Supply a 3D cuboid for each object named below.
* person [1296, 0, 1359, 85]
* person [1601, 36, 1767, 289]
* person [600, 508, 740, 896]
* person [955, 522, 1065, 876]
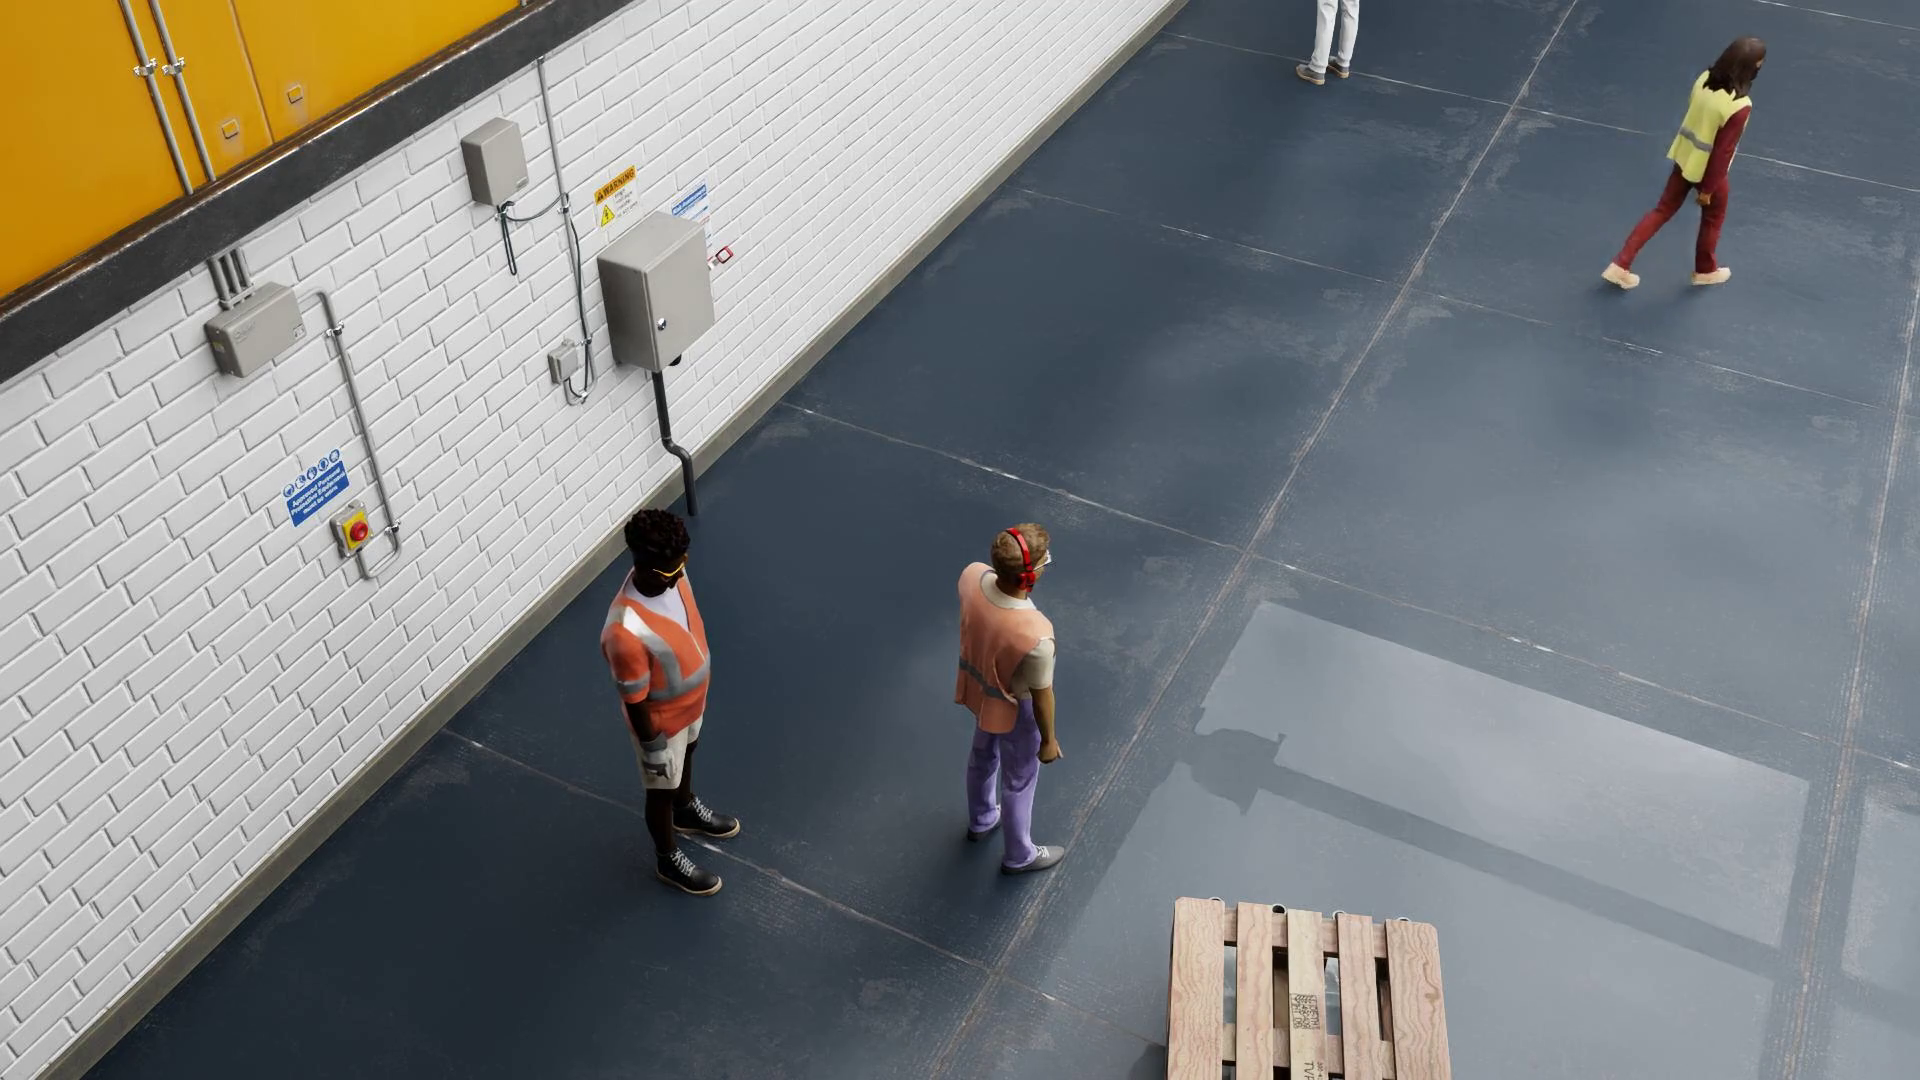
[{"bbox_3d":[2.922,-4.432,12.740,0.574,1.884,0.356,-18,44,-20],"label":"person"},{"bbox_3d":[4.621,-2.332,10.424,0.896,1.736,0.474,-12,42,-13],"label":"person"},{"bbox_3d":[-1.178,0.653,6.789,0.377,1.958,0.602,7,41,8],"label":"person"},{"bbox_3d":[0.195,0.677,6.845,0.389,1.845,0.564,-25,46,-26],"label":"person"}]
